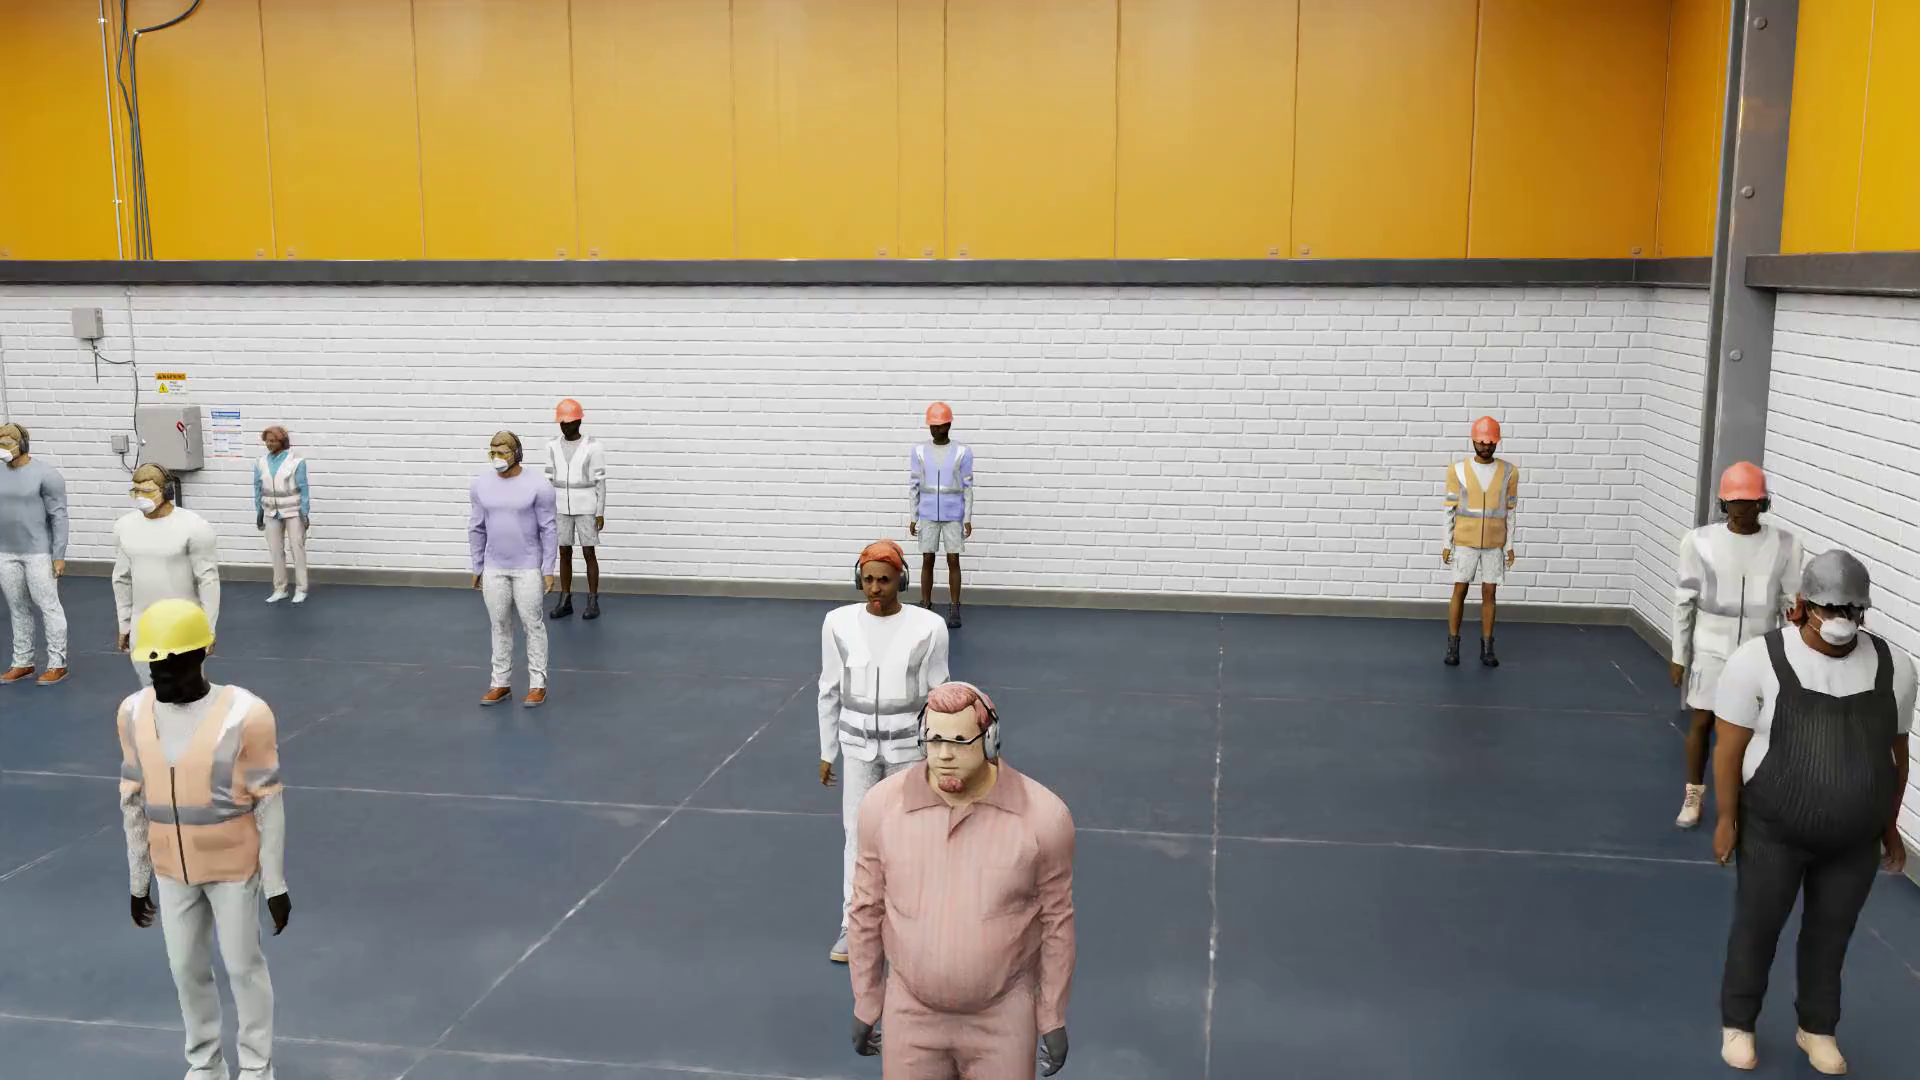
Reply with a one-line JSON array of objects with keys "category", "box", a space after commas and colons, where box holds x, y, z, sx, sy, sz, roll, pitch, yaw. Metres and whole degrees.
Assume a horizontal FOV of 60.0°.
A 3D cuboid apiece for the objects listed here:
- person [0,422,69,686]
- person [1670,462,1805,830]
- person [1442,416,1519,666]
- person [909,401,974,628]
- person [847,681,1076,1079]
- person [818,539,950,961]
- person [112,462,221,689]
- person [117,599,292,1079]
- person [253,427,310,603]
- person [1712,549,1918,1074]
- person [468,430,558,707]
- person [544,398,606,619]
[{"category": "person", "box": [-6.827, 0.104, 12.170, 0.635, 1.937, 0.352, 1, 9, 9]}, {"category": "person", "box": [4.162, 0.591, 8.921, 0.647, 2.028, 0.466, 3, 10, 18]}, {"category": "person", "box": [3.984, 0.012, 12.747, 0.551, 1.932, 0.378, 1, 9, 9]}, {"category": "person", "box": [-0.165, -0.209, 14.107, 0.551, 1.934, 0.373, 1, 9, 9]}, {"category": "person", "box": [-0.006, 1.329, 4.713, 0.651, 1.906, 0.403, 1, 9, 9]}, {"category": "person", "box": [-0.334, 0.925, 7.273, 0.584, 1.882, 0.337, 1, 9, 9]}, {"category": "person", "box": [-4.622, 0.505, 9.697, 0.635, 1.936, 0.356, 1, 9, 9]}, {"category": "person", "box": [-2.676, 1.144, 5.877, 0.617, 1.912, 0.454, 1, 9, 8]}, {"category": "person", "box": [-6.174, -0.220, 15.164, 0.528, 1.626, 0.345, 1, 9, 8]}, {"category": "person", "box": [3.194, 1.018, 6.216, 0.698, 2.000, 0.543, 1, 9, 8]}, {"category": "person", "box": [-3.109, 0.200, 11.579, 0.635, 1.937, 0.352, 1, 9, 9]}, {"category": "person", "box": [-3.360, -0.266, 14.465, 0.551, 1.932, 0.378, 1, 9, 9]}]
